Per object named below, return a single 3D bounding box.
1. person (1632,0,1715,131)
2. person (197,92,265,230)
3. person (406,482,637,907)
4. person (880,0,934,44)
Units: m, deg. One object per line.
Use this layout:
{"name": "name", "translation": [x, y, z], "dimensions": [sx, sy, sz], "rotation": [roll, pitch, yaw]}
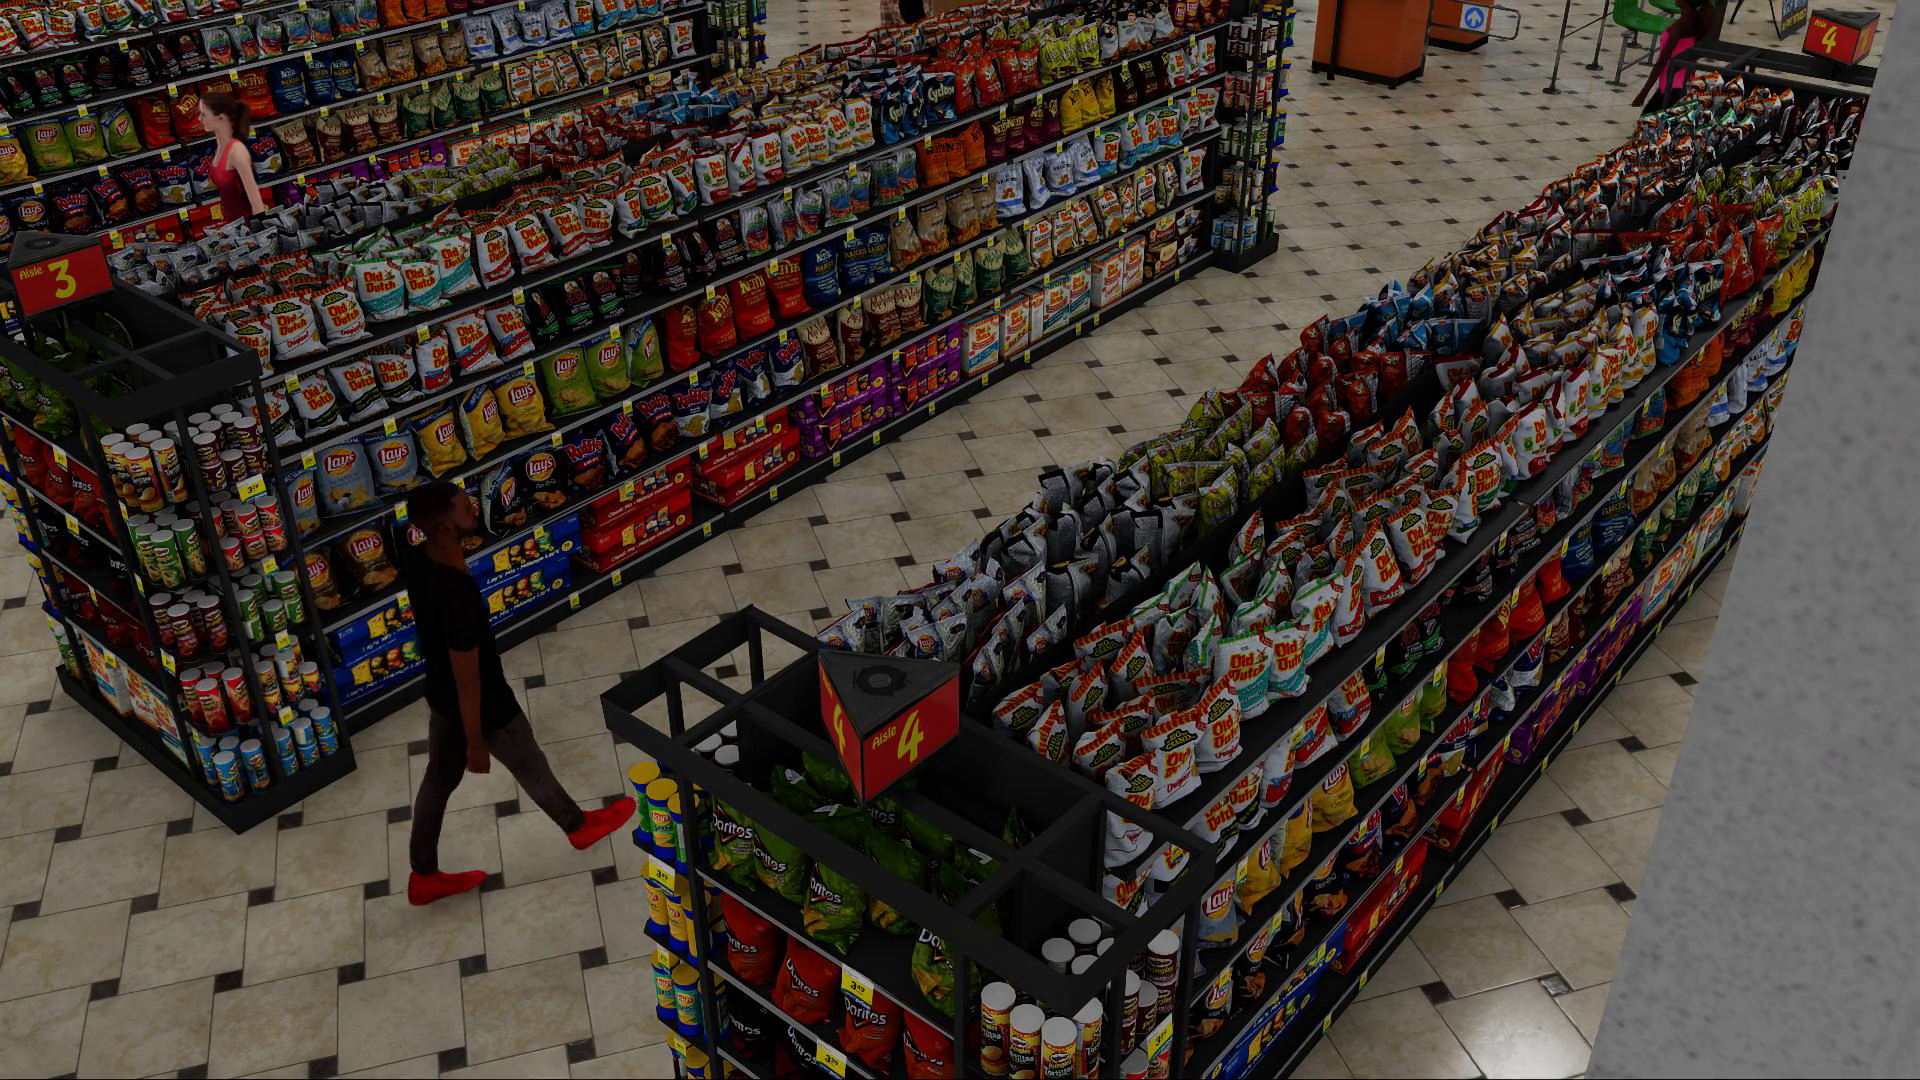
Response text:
{"name": "person", "translation": [5.421, -3.290, 12.453], "dimensions": [0.597, 1.665, 1.091], "rotation": [24, 39, 34]}
{"name": "person", "translation": [-4.297, -1.849, 10.056], "dimensions": [0.595, 1.751, 0.612], "rotation": [-21, 37, -30]}
{"name": "person", "translation": [-1.880, 0.624, 6.075], "dimensions": [1.227, 1.758, 0.878], "rotation": [-20, 37, -29]}
{"name": "person", "translation": [-0.406, -3.604, 12.839], "dimensions": [0.630, 1.792, 0.729], "rotation": [-12, 34, -18]}
